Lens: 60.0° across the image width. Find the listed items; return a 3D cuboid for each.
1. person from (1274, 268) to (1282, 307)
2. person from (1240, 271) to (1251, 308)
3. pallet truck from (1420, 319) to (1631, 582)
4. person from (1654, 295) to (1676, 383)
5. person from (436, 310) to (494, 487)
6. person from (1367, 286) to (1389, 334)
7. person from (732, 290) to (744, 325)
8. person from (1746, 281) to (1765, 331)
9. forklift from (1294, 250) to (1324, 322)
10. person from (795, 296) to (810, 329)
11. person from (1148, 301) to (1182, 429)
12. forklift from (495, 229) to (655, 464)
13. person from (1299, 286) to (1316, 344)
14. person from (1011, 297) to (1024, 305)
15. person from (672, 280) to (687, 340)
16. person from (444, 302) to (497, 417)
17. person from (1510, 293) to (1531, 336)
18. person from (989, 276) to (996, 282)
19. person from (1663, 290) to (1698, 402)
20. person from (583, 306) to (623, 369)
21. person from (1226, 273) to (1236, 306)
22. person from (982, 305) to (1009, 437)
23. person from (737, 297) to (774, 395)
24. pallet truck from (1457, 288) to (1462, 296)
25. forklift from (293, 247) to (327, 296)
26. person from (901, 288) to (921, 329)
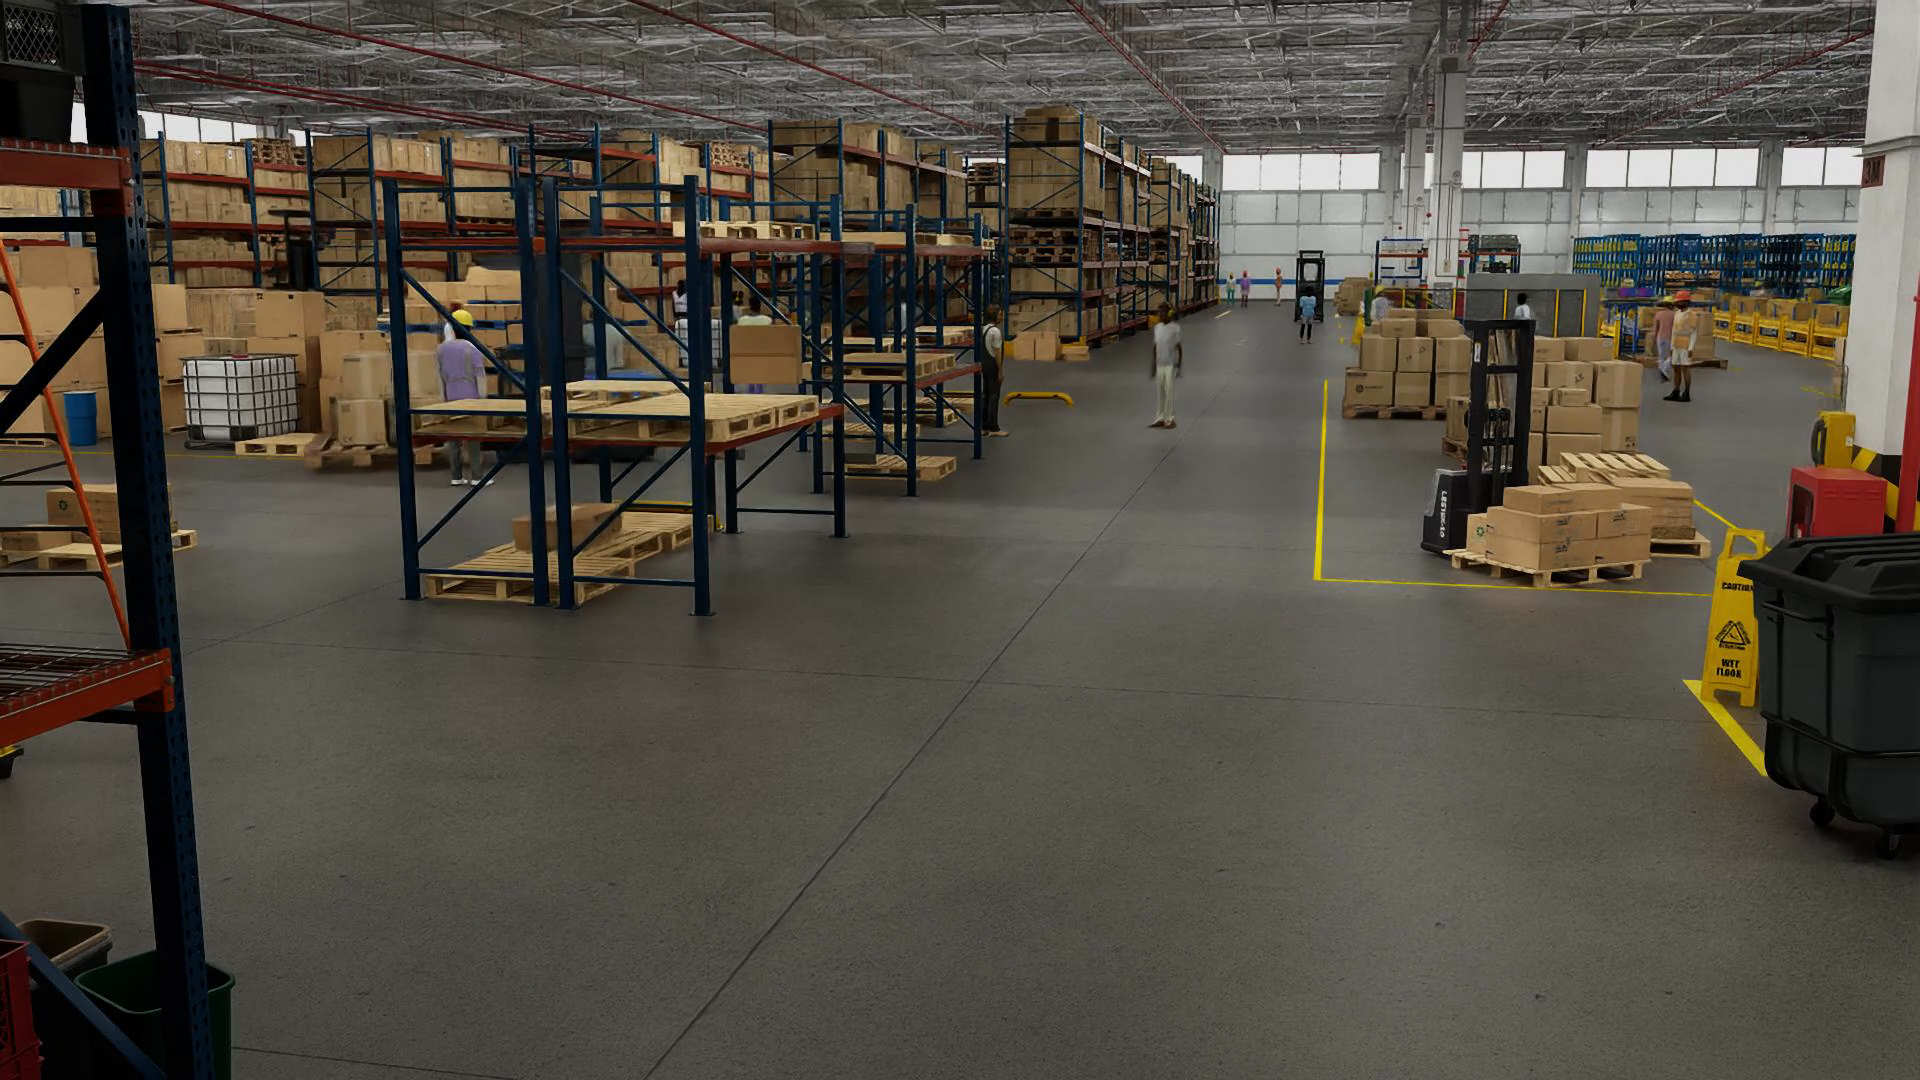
[{"bbox_3d":[16.669,-13.224,87.131,0.387,1.992,0.626,1,10,6],"label":"person"},{"bbox_3d":[14.624,-12.861,85.311,0.568,1.886,0.979,3,10,16],"label":"person"},{"bbox_3d":[4.543,-0.757,13.299,0.823,1.965,1.885,-4,10,-22],"label":"pallet truck"},{"bbox_3d":[14.182,-4.025,33.347,0.366,1.750,0.548,-9,13,-43],"label":"person"},{"bbox_3d":[-5.405,-1.540,18.139,0.586,1.929,0.370,3,10,17],"label":"person"},{"bbox_3d":[10.596,-5.536,42.181,0.597,1.804,0.440,-6,12,-34],"label":"person"},{"bbox_3d":[-4.462,-4.055,33.255,0.435,1.855,0.528,-3,10,-16],"label":"person"},{"bbox_3d":[27.219,-7.981,56.908,0.901,1.722,0.526,-3,10,-16],"label":"person"},{"bbox_3d":[13.778,-10.002,65.433,1.129,2.768,1.873,2,10,12],"label":"forklift"},{"bbox_3d":[-5.132,-7.492,54.288,0.515,1.619,0.402,2,10,13],"label":"person"},{"bbox_3d":[3.014,-2.551,24.318,0.312,1.864,0.532,-9,13,-42],"label":"person"},{"bbox_3d":[-4.774,-2.392,20.370,1.873,2.768,1.129,-3,10,-16],"label":"forklift"},{"bbox_3d":[10.158,-6.561,48.573,0.531,1.692,0.320,-3,10,-17],"label":"person"},{"bbox_3d":[1.981,-8.167,57.633,0.429,1.846,0.628,7,12,37],"label":"person"},{"bbox_3d":[-7.930,-6.424,47.211,0.626,1.868,0.973,2,10,13],"label":"person"},{"bbox_3d":[-7.438,-2.623,24.835,0.990,1.826,0.596,1,10,5],"label":"person"},{"bbox_3d":[13.216,-5.002,39.405,0.564,1.661,0.798,-9,13,-43],"label":"person"},{"bbox_3d":[1.590,-11.492,77.044,0.372,1.940,0.631,-6,11,-30],"label":"person"},{"bbox_3d":[12.550,-3.370,28.949,0.375,1.935,0.551,-3,10,-15],"label":"person"},{"bbox_3d":[-4.694,-2.120,21.605,0.652,1.914,0.487,-6,11,-31],"label":"person"},{"bbox_3d":[14.409,-13.325,88.413,0.535,1.765,0.322,2,10,14],"label":"person"},{"bbox_3d":[0.459,-2.356,23.216,0.330,1.844,0.519,-5,11,-26],"label":"person"},{"bbox_3d":[-3.195,-2.904,26.396,0.594,1.874,0.956,2,10,10],"label":"person"},{"bbox_3d":[20.506,-9.785,68.819,0.653,1.274,1.630,2,10,12],"label":"pallet truck"},{"bbox_3d":[-19.417,-7.366,49.823,1.873,2.768,1.129,4,11,24],"label":"forklift"},{"bbox_3d":[-1.095,-4.036,33.008,0.629,1.917,0.751,8,13,40],"label":"person"}]
